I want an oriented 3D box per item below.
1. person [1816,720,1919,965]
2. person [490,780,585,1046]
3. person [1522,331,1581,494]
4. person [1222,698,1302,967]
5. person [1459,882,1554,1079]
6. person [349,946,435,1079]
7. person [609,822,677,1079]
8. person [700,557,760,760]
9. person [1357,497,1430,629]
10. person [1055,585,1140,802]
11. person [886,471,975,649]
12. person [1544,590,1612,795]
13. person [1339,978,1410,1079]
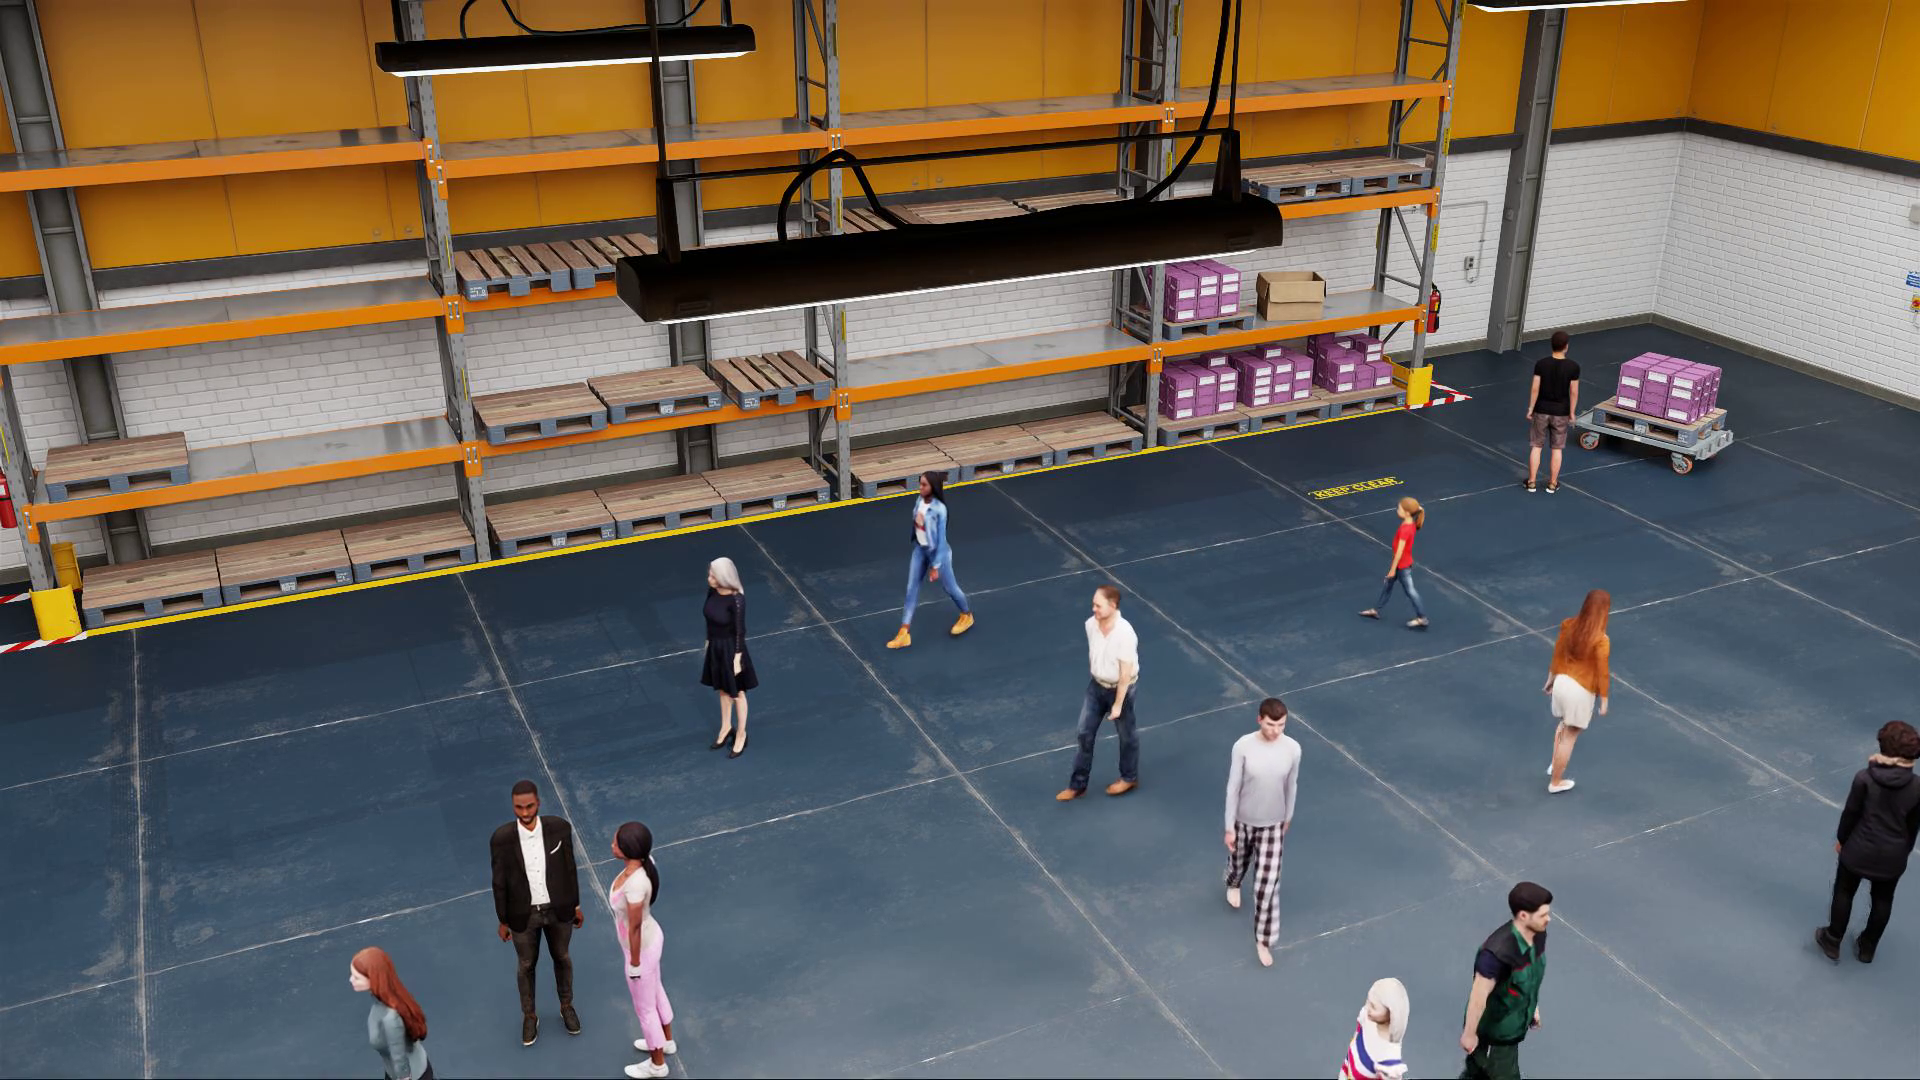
[{"bbox_3d":[6.007,2.007,10.882,0.740,1.774,0.803,7,25,16],"label":"person"},{"bbox_3d":[-2.590,2.273,10.240,0.490,1.800,0.736,-9,25,-20],"label":"person"},{"bbox_3d":[6.625,-1.435,18.648,0.763,1.861,0.830,8,25,17],"label":"person"},{"bbox_3d":[1.975,1.845,11.216,1.193,1.803,1.075,1,24,3],"label":"person"},{"bbox_3d":[2.897,2.662,9.253,0.890,1.879,0.817,20,30,38],"label":"person"},{"bbox_3d":[-2.880,2.886,8.937,1.010,1.721,0.642,-8,25,-18],"label":"person"},{"bbox_3d":[-1.893,2.438,9.938,0.622,1.740,0.626,-2,24,-4],"label":"person"},{"bbox_3d":[-1.878,0.928,13.383,0.675,1.747,0.679,21,31,40],"label":"person"},{"bbox_3d":[4.203,0.242,15.536,0.922,1.280,0.854,8,25,18],"label":"person"},{"bbox_3d":[1.264,1.143,12.797,1.059,1.822,0.842,-20,31,-38],"label":"person"},{"bbox_3d":[-0.171,0.172,15.218,1.251,1.663,0.843,-18,30,-36],"label":"person"},{"bbox_3d":[4.686,1.190,12.836,0.623,1.705,0.665,-13,27,-27],"label":"person"},{"bbox_3d":[2.200,2.993,8.621,1.207,1.777,0.978,1,24,2],"label":"person"}]
